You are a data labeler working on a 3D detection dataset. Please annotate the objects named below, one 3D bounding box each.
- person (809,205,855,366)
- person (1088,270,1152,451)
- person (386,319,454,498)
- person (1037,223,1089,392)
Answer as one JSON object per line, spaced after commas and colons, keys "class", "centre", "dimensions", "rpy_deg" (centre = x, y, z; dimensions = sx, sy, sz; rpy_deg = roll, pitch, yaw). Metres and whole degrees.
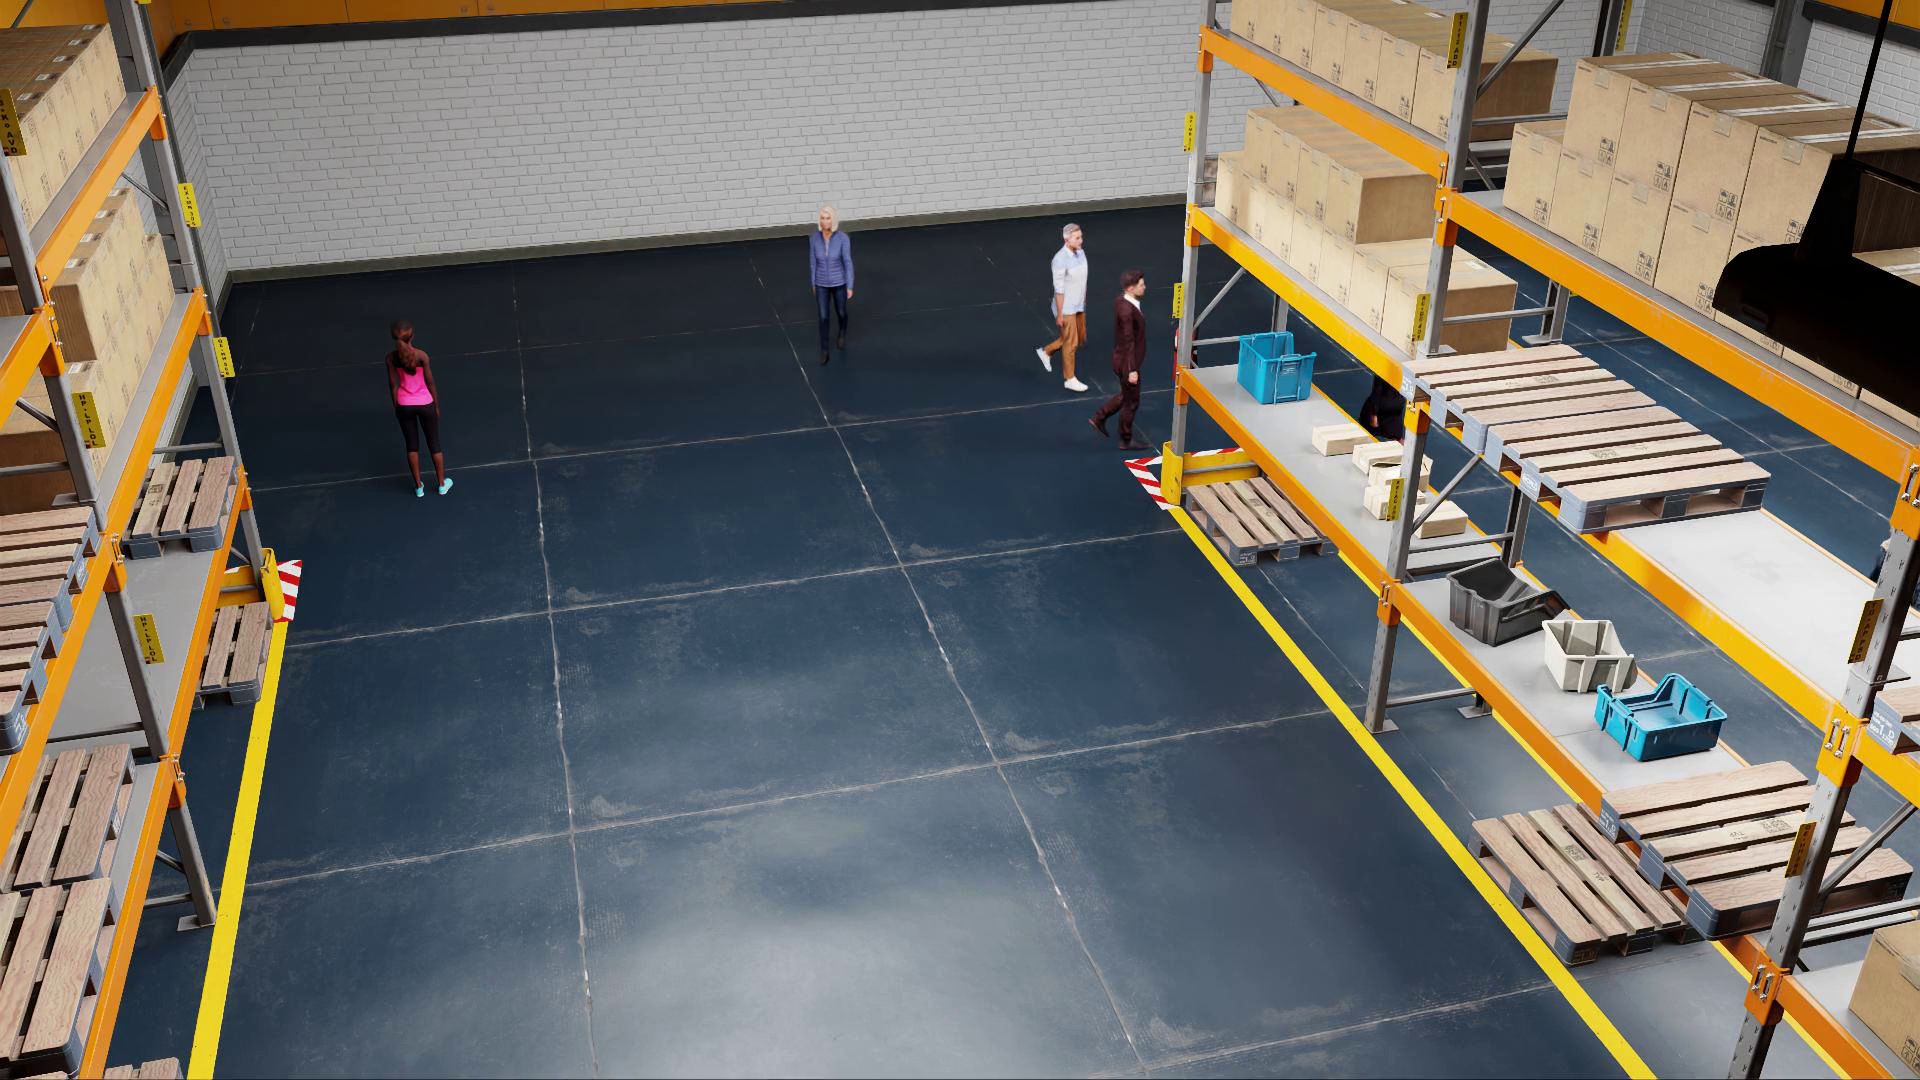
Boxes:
{"class": "person", "centre": [-1.394, -2.863, 18.372], "dimensions": [0.918, 1.710, 1.197], "rpy_deg": [3, 29, 5]}
{"class": "person", "centre": [1.556, -1.728, 16.144], "dimensions": [0.877, 1.851, 0.884], "rpy_deg": [0, 29, 1]}
{"class": "person", "centre": [-5.018, -1.218, 15.340], "dimensions": [0.582, 1.725, 0.579], "rpy_deg": [-4, 29, -7]}
{"class": "person", "centre": [1.095, -2.481, 17.570], "dimensions": [1.074, 1.808, 1.001], "rpy_deg": [18, 33, 29]}
